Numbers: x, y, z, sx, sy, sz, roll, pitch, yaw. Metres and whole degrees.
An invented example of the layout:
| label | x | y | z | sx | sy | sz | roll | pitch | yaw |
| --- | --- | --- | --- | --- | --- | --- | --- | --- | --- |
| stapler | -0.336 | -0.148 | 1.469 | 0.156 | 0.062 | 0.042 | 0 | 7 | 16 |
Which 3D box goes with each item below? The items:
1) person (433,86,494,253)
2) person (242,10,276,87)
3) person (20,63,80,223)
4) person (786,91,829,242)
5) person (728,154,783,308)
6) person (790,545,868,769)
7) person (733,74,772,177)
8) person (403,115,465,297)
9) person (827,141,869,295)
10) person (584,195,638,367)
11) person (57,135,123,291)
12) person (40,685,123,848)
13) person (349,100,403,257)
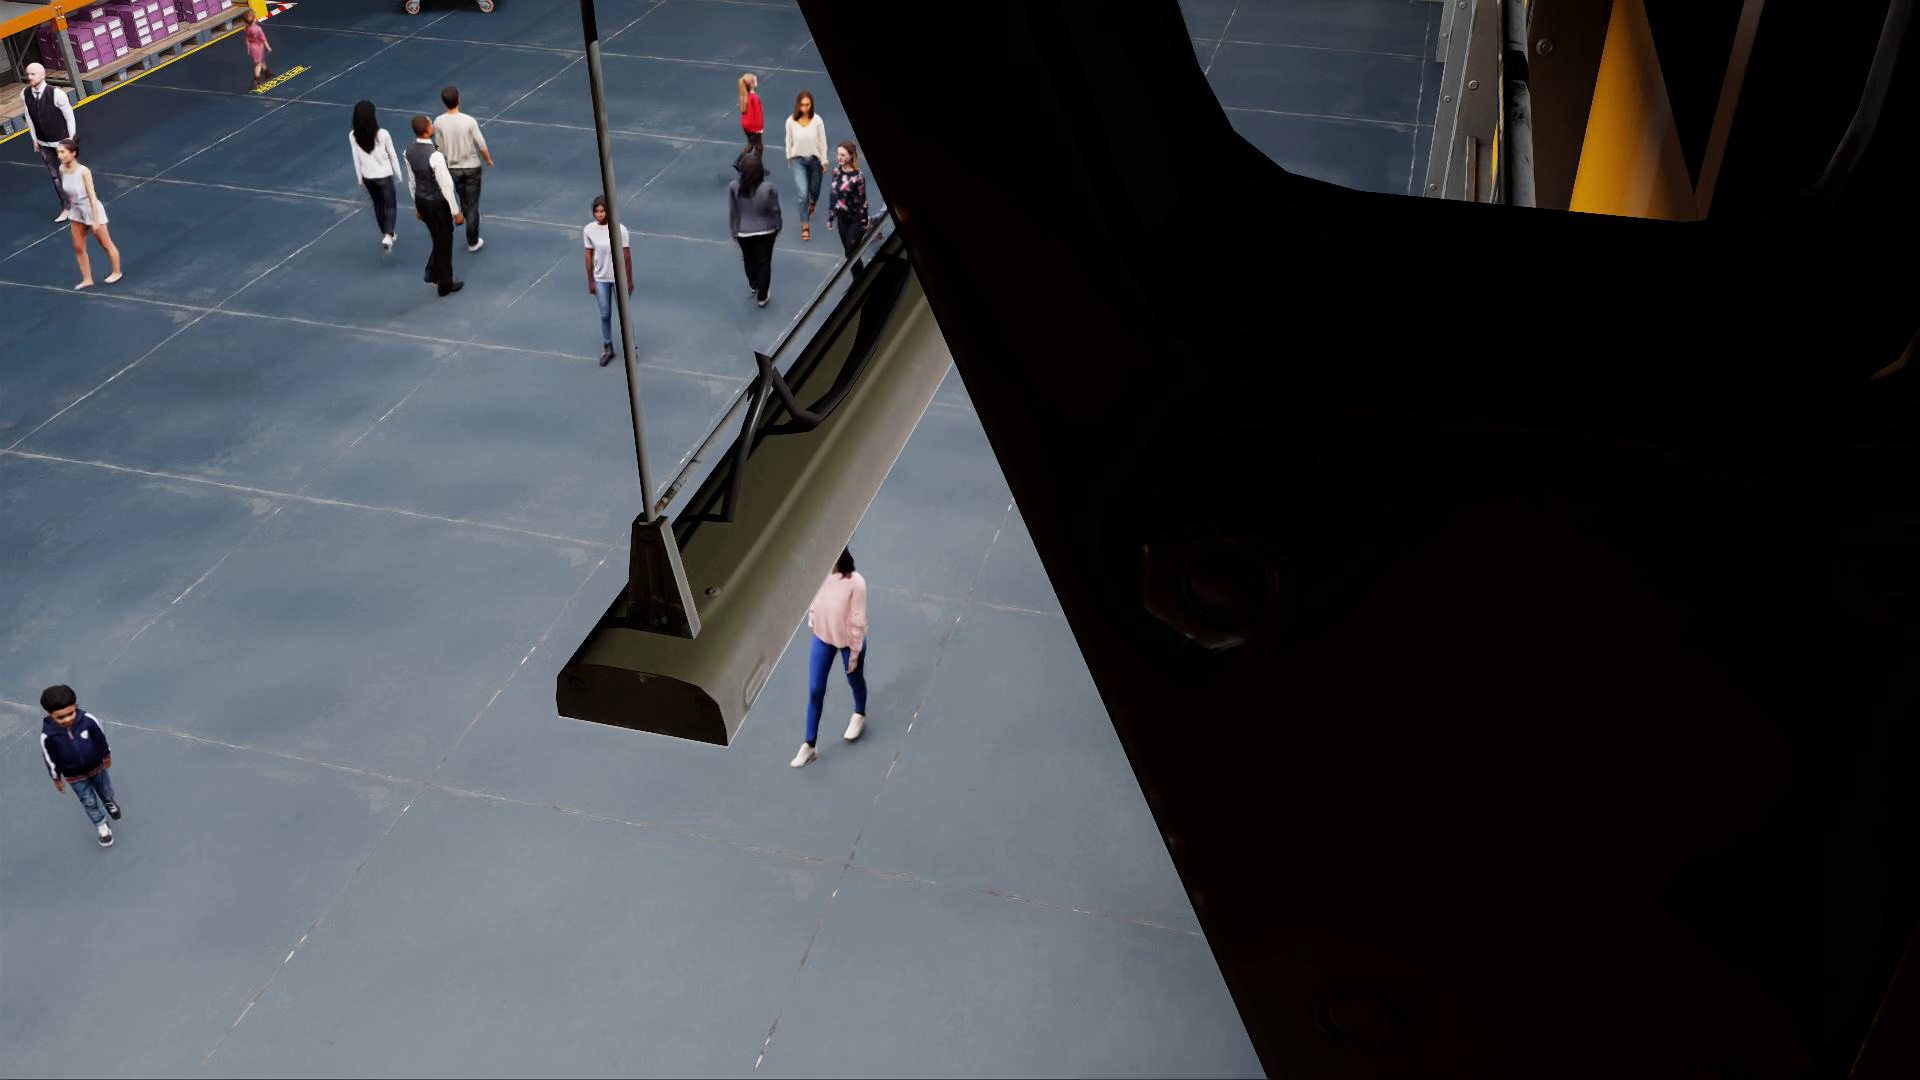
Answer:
| label | x | y | z | sx | sy | sz | roll | pitch | yaw |
| --- | --- | --- | --- | --- | --- | --- | --- | --- | --- |
| person | -5.434 | -4.028 | 18.199 | 0.781 | 1.784 | 1.037 | 1 | 34 | 2 |
| person | -9.795 | -6.828 | 23.102 | 0.439 | 1.019 | 0.727 | 9 | 35 | 14 |
| person | -10.267 | -4.518 | 18.900 | 0.739 | 1.823 | 0.670 | 1 | 34 | 2 |
| person | -1.717 | -4.254 | 18.666 | 0.848 | 1.643 | 1.121 | -2 | 34 | -2 |
| person | -2.112 | -3.144 | 17.059 | 0.769 | 1.573 | 0.885 | 2 | 34 | 3 |
| person | -0.758 | 0.651 | 11.199 | 0.752 | 1.739 | 1.044 | 14 | 36 | 20 |
| person | -2.555 | -4.985 | 20.099 | 0.781 | 1.274 | 0.699 | -23 | 40 | -30 |
| person | -5.483 | -3.405 | 17.150 | 0.804 | 1.907 | 0.828 | 21 | 39 | 28 |
| person | -1.086 | -3.362 | 17.294 | 0.660 | 1.676 | 0.679 | 25 | 41 | 33 |
| person | -3.338 | -2.486 | 15.936 | 0.629 | 1.720 | 0.580 | 1 | 34 | 2 |
| person | -9.141 | -3.476 | 17.542 | 0.604 | 1.592 | 0.772 | 11 | 35 | 16 |
| person | -5.589 | 1.388 | 10.564 | 0.657 | 1.215 | 0.717 | -20 | 38 | -27 |
| person | -6.361 | -3.922 | 18.129 | 0.780 | 1.684 | 1.031 | -1 | 34 | -2 |
